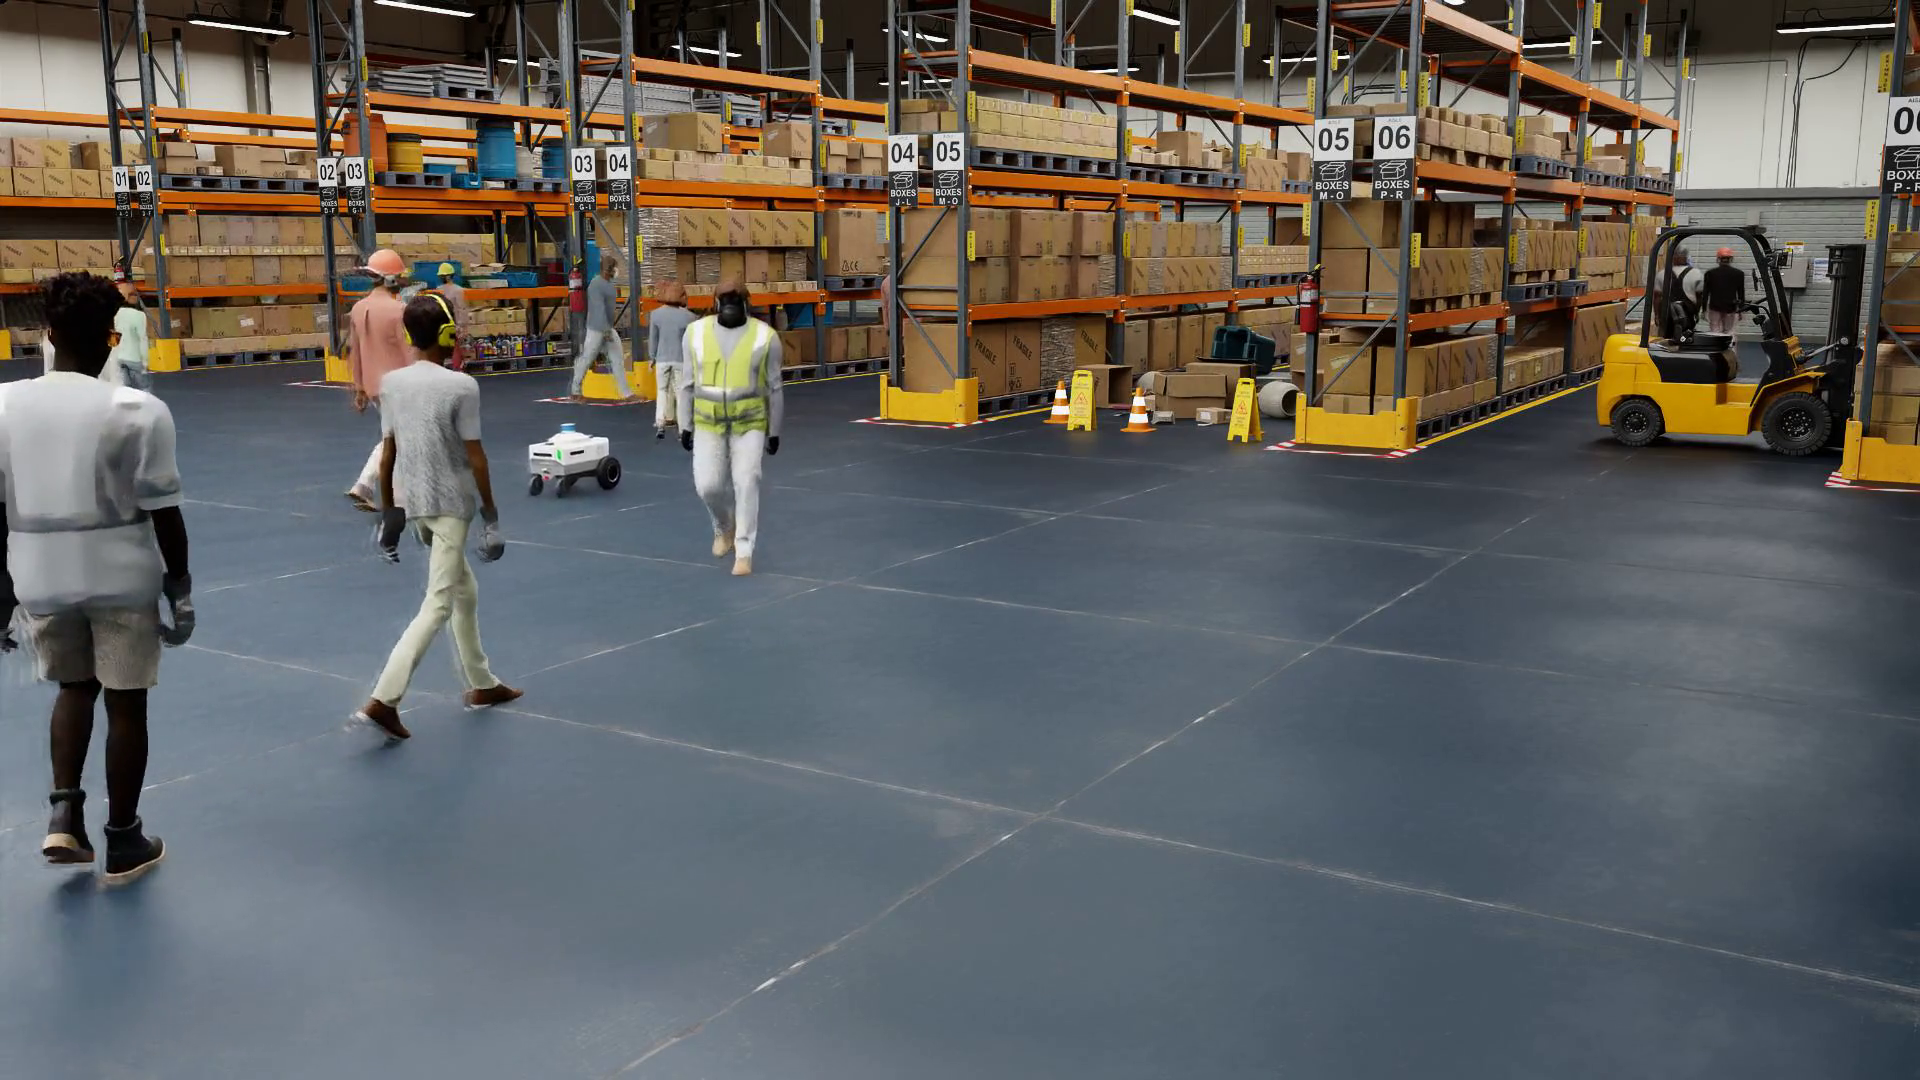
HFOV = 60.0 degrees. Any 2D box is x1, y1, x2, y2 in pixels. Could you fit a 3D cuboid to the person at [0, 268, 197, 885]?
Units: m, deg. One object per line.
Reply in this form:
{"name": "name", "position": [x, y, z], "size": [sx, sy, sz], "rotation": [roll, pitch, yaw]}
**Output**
{"name": "person", "position": [-2.728, 0.127, 5.240], "size": [0.636, 1.941, 0.431], "rotation": [0, 10, -3]}

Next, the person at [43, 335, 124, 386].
{"name": "person", "position": [-6.066, -0.900, 11.557], "size": [0.531, 1.753, 0.395], "rotation": [1, 10, 7]}

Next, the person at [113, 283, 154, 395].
{"name": "person", "position": [-8.595, -1.846, 17.227], "size": [0.497, 1.614, 0.392], "rotation": [1, 10, 4]}

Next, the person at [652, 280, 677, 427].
{"name": "person", "position": [-3.231, -2.049, 18.313], "size": [0.361, 1.621, 0.518], "rotation": [3, 11, 16]}

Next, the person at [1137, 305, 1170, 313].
{"name": "person", "position": [3.618, -4.427, 30.920], "size": [0.655, 1.884, 0.525], "rotation": [-1, 10, -5]}

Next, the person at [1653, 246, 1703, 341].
{"name": "person", "position": [10.871, -3.484, 25.205], "size": [0.684, 2.000, 1.036], "rotation": [5, 11, 28]}

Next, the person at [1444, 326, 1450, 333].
{"name": "person", "position": [9.025, -4.547, 31.296], "size": [0.632, 2.005, 1.015], "rotation": [8, 13, 37]}

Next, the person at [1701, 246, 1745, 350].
{"name": "person", "position": [12.263, -3.726, 26.776], "size": [0.626, 1.968, 0.502], "rotation": [1, 10, 8]}

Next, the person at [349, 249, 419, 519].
{"name": "person", "position": [-4.137, -1.113, 12.096], "size": [0.621, 1.979, 0.460], "rotation": [8, 13, 38]}

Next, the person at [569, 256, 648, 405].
{"name": "person", "position": [-4.475, -2.619, 20.868], "size": [1.051, 1.869, 0.657], "rotation": [3, 11, 16]}

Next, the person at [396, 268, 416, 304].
{"name": "person", "position": [-7.808, -3.036, 23.661], "size": [0.910, 1.701, 0.489], "rotation": [-7, 12, -34]}

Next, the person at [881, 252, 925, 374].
{"name": "person", "position": [-0.702, -2.767, 21.562], "size": [0.642, 1.909, 0.410], "rotation": [7, 12, 33]}

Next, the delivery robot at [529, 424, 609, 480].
{"name": "delivery robot", "position": [-3.177, -0.704, 13.533], "size": [0.477, 0.478, 0.707], "rotation": [5, 11, 24]}

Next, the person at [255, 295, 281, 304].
{"name": "person", "position": [-13.415, -4.633, 32.179], "size": [0.524, 1.856, 0.392], "rotation": [5, 11, 28]}

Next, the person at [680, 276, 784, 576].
{"name": "person", "position": [-1.397, -0.704, 10.229], "size": [0.647, 1.830, 0.488], "rotation": [0, 10, 1]}

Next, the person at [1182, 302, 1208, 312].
{"name": "person", "position": [4.379, -4.462, 31.387], "size": [0.984, 1.792, 0.580], "rotation": [-9, 13, -41]}

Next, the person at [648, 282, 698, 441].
{"name": "person", "position": [-2.912, -1.817, 17.022], "size": [0.548, 1.624, 0.360], "rotation": [1, 10, 6]}

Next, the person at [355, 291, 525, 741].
{"name": "person", "position": [-2.188, -0.107, 6.906], "size": [0.526, 1.840, 0.962], "rotation": [6, 12, 29]}

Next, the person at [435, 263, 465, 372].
{"name": "person", "position": [-7.357, -3.145, 24.123], "size": [0.535, 1.744, 0.514], "rotation": [5, 11, 25]}
